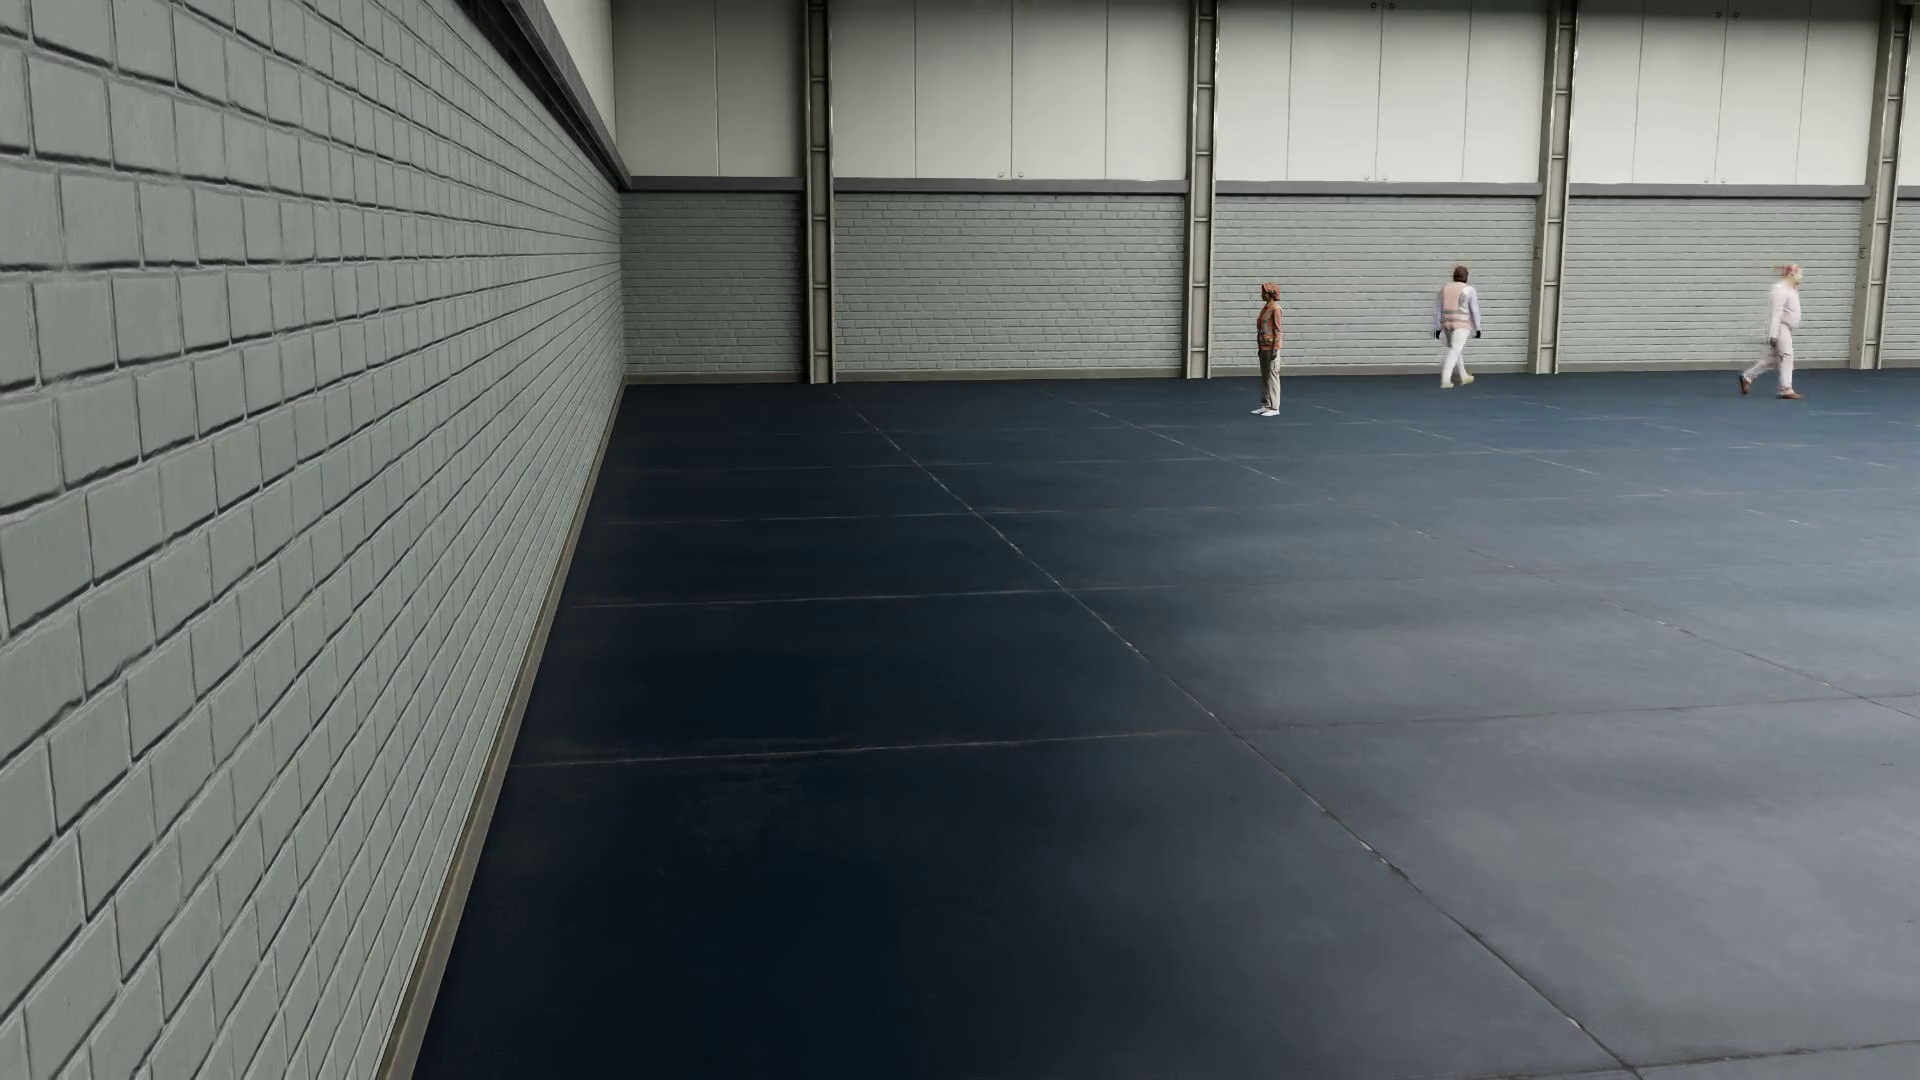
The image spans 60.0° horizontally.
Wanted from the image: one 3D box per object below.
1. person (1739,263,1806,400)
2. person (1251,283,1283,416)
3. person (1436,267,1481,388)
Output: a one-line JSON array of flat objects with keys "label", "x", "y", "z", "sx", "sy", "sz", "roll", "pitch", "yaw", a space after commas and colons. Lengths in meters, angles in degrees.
[{"label": "person", "x": 11.256, "y": -2.881, "z": 22.941, "sx": 0.850, "sy": 1.870, "sz": 0.675, "roll": 7, "pitch": 12, "yaw": 36}, {"label": "person", "x": 3.807, "y": -2.343, "z": 20.485, "sx": 0.305, "sy": 1.639, "sz": 0.522, "roll": -2, "pitch": 10, "yaw": -11}, {"label": "person", "x": 7.456, "y": -3.171, "z": 24.816, "sx": 0.952, "sy": 1.790, "sz": 0.649, "roll": -8, "pitch": 12, "yaw": -37}]
